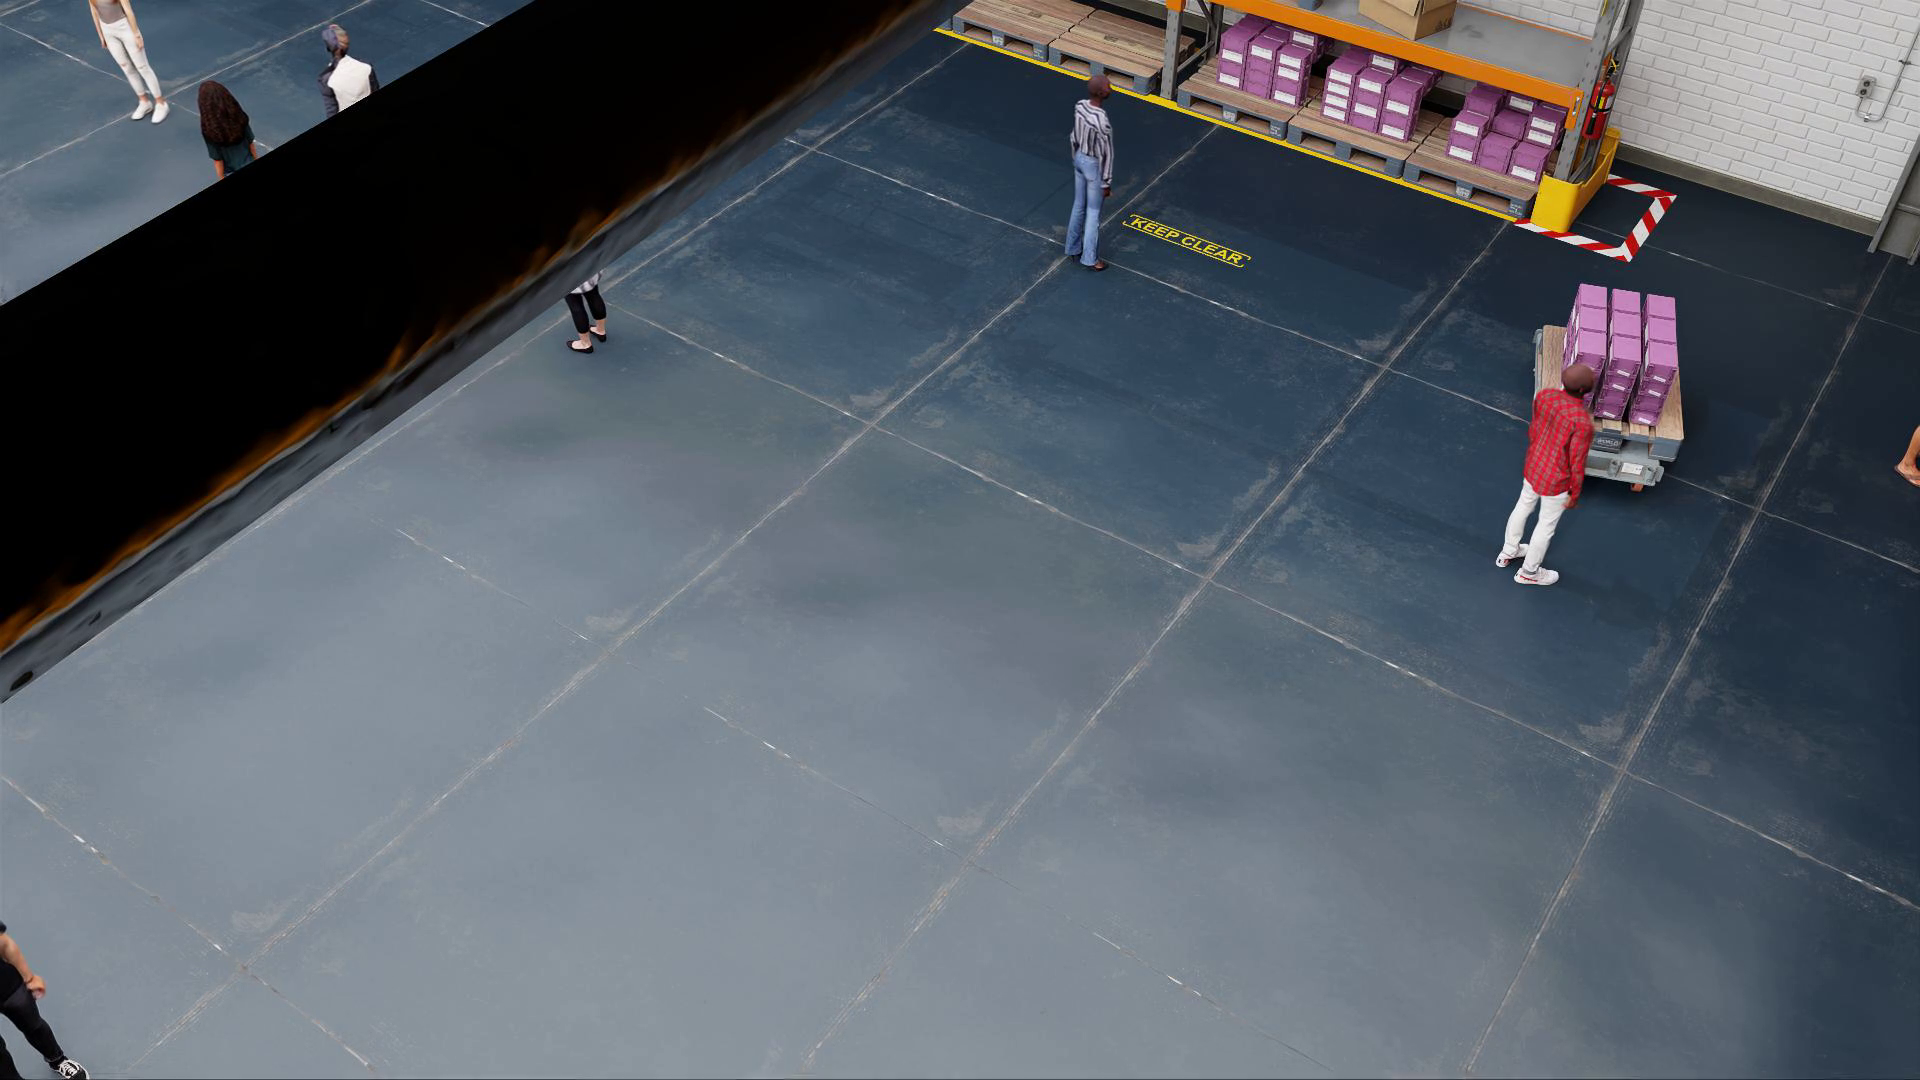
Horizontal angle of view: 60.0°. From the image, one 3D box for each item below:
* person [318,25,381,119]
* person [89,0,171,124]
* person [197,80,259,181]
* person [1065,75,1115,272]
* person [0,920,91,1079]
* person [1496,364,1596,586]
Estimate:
[{"bbox_3d":[-5.230,-3.586,14.516,0.727,1.893,0.662,-32,52,-29],"label":"person"},{"bbox_3d":[-8.054,-4.869,15.991,0.604,1.716,0.725,6,44,7],"label":"person"},{"bbox_3d":[-6.206,-3.186,14.297,0.591,1.616,0.601,28,50,26],"label":"person"},{"bbox_3d":[1.111,-3.114,14.092,0.770,1.794,0.633,-22,48,-21],"label":"person"},{"bbox_3d":[-4.934,2.282,8.397,0.667,1.836,0.586,-34,53,-30],"label":"person"},{"bbox_3d":[4.006,-0.461,11.289,0.815,1.819,0.708,-16,46,-16],"label":"person"}]
